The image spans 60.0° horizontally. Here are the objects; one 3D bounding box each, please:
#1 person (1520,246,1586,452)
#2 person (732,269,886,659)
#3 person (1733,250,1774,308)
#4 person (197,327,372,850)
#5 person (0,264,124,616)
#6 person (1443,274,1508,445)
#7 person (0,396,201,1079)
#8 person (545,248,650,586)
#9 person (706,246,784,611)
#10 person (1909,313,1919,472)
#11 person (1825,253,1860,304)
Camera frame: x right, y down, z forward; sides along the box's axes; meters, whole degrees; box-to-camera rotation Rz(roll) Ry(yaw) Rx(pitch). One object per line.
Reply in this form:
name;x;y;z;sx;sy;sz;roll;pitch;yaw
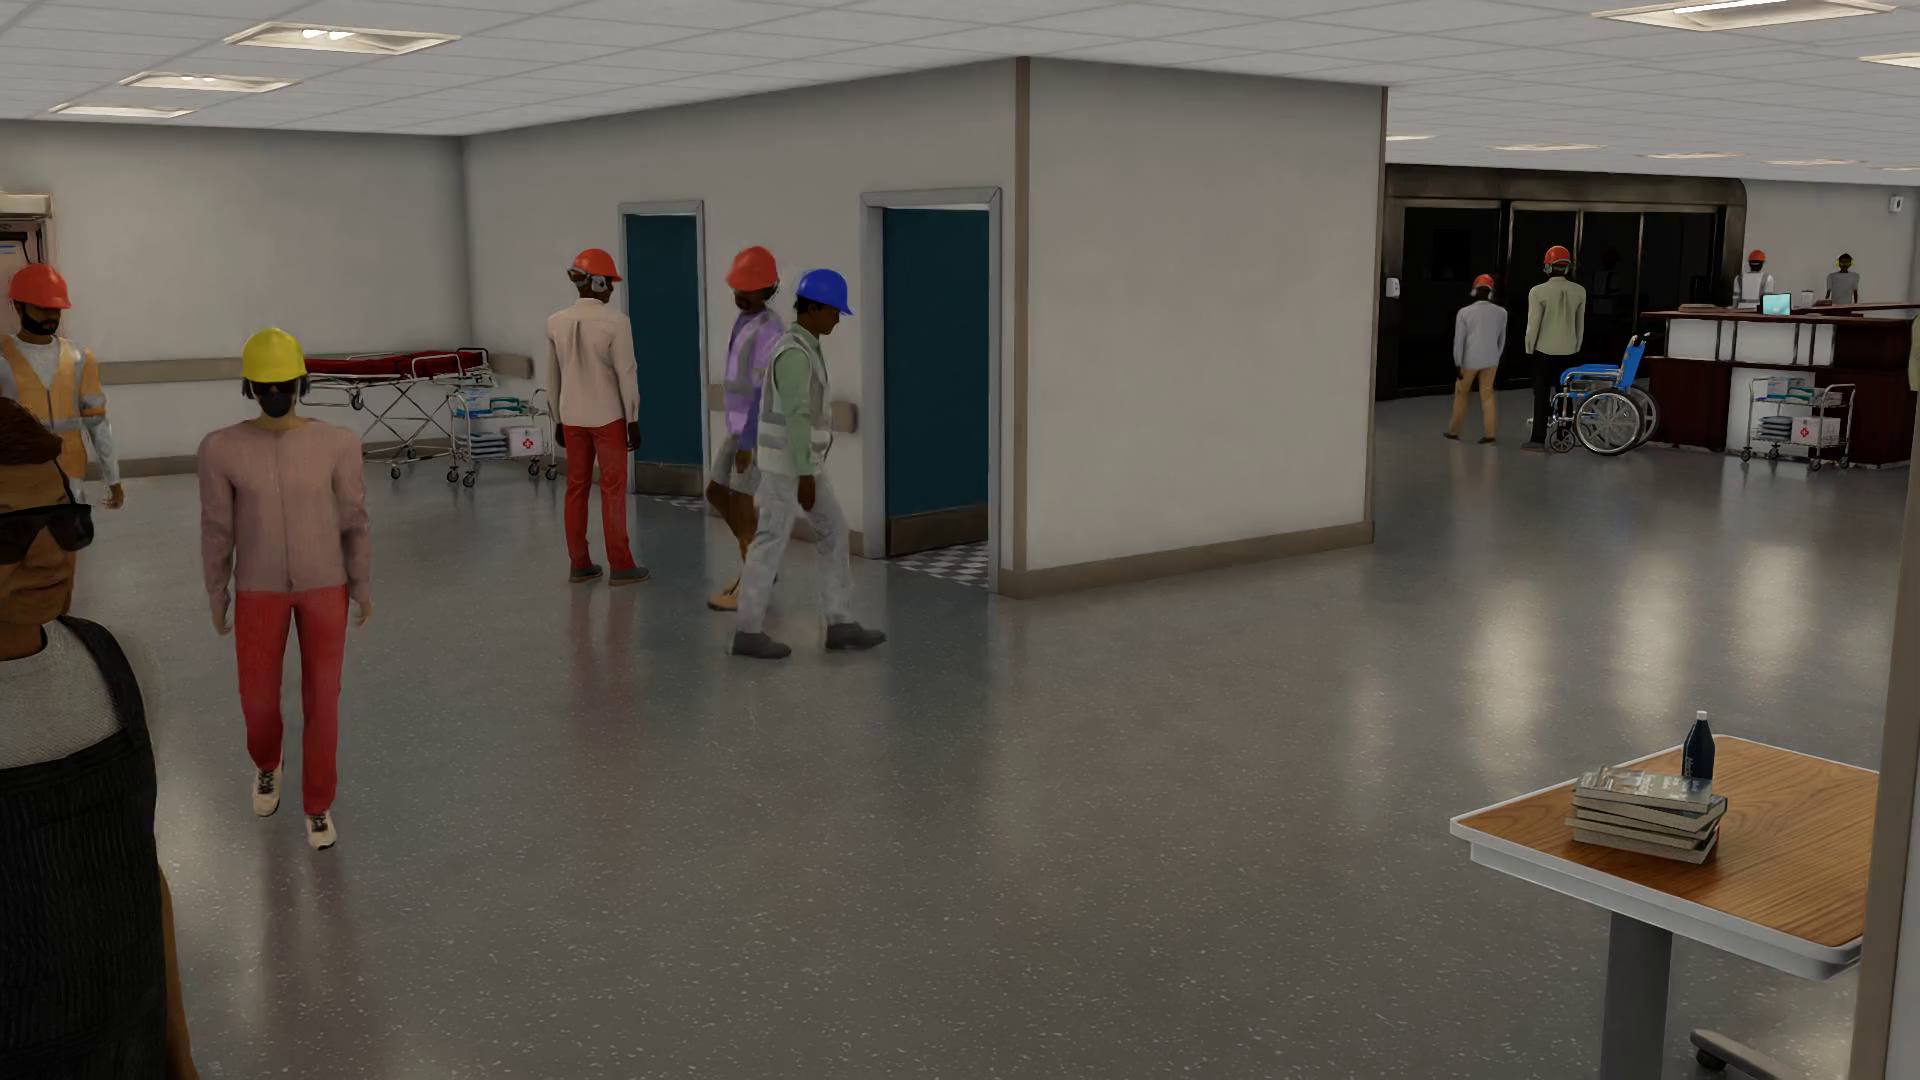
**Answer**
person;5.744;-1.842;16.129;0.613;1.994;0.381;-3;10;-14
person;-0.727;-0.364;8.126;0.873;1.884;0.726;1;10;4
person;11.569;-3.263;24.281;0.546;1.928;0.381;9;13;41
person;-2.258;0.160;5.609;0.526;1.754;0.416;-5;11;-25
person;-4.149;-0.297;7.670;0.653;1.920;0.578;8;13;36
person;5.218;-1.826;16.823;0.583;1.712;0.758;-2;10;-10
person;-1.159;0.737;2.098;0.346;1.846;0.506;4;11;21
person;-2.151;-0.720;9.860;0.610;1.989;0.391;5;11;24
person;-1.187;-0.601;9.142;0.425;2.005;0.653;-4;11;-19
person;8.038;-1.288;13.534;0.599;1.822;0.414;1;10;6
person;14.559;-3.798;27.494;0.500;1.860;0.328;3;11;17
